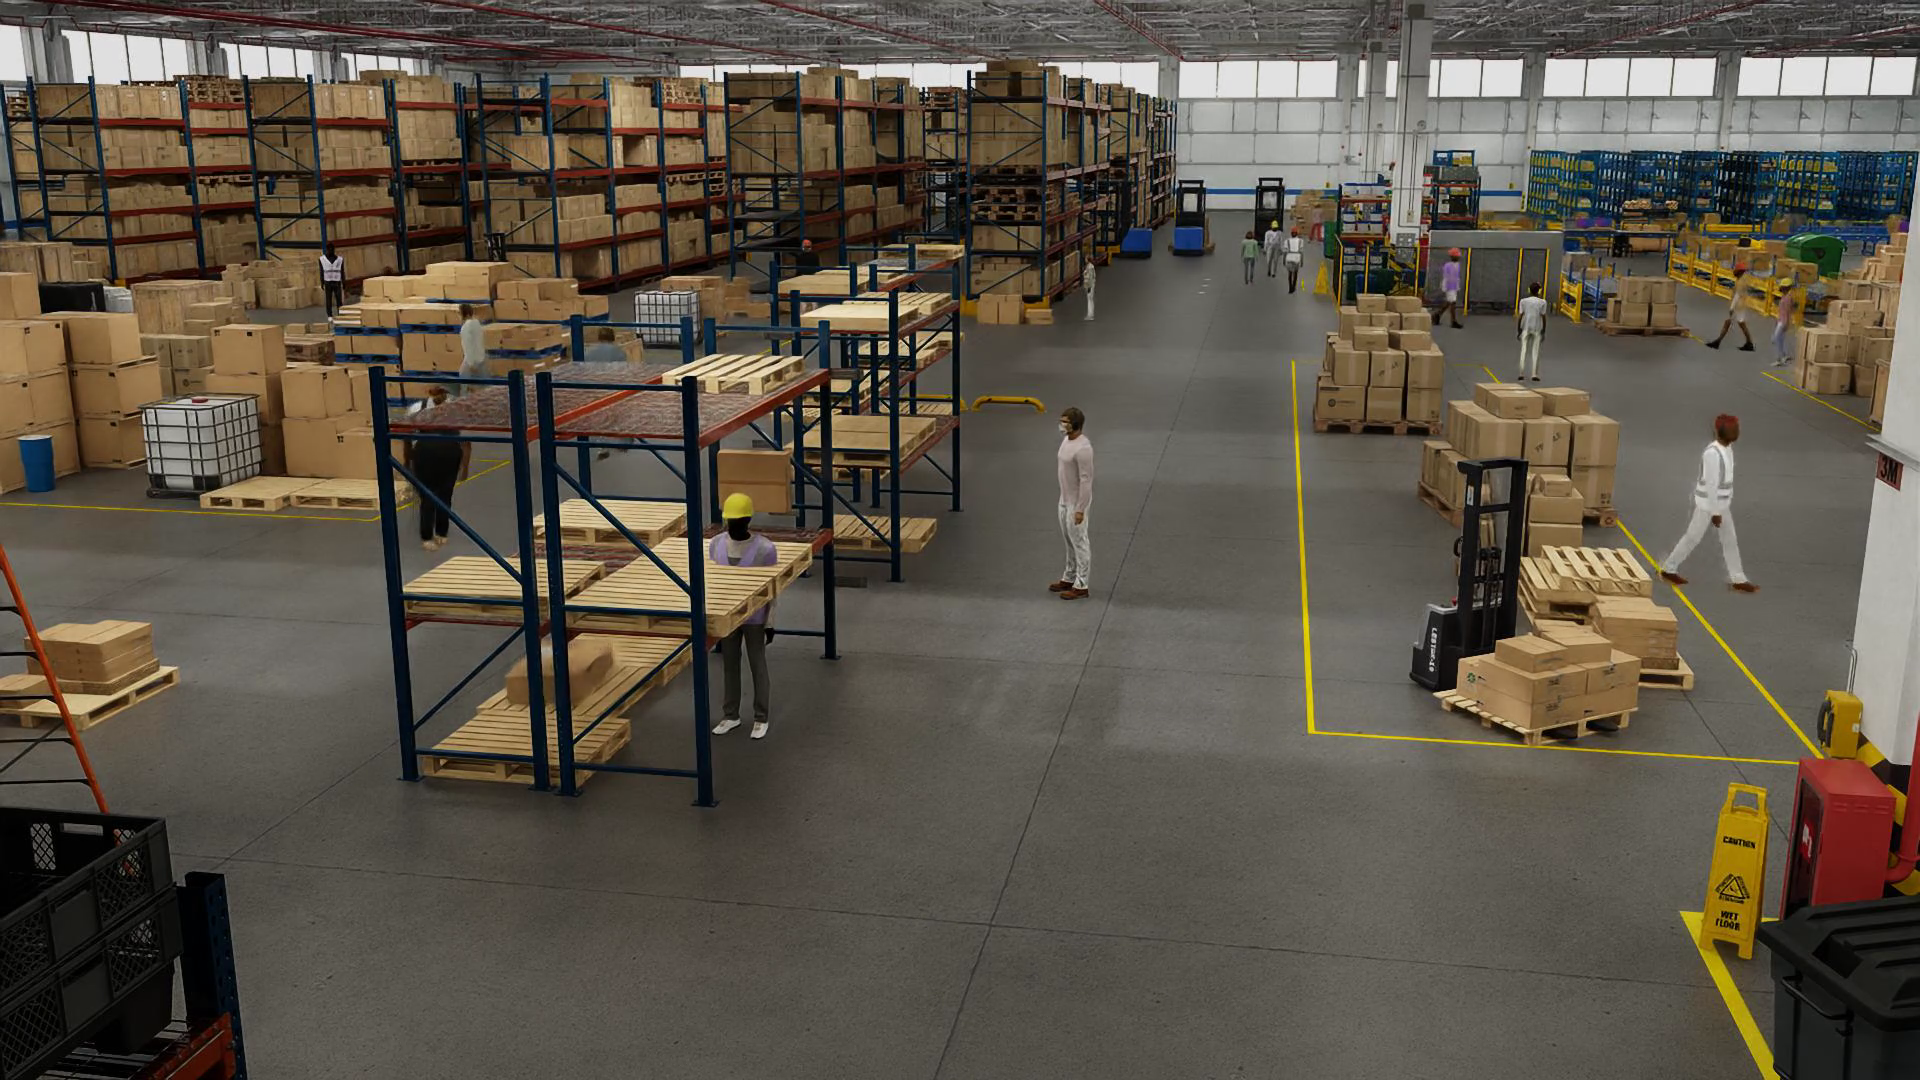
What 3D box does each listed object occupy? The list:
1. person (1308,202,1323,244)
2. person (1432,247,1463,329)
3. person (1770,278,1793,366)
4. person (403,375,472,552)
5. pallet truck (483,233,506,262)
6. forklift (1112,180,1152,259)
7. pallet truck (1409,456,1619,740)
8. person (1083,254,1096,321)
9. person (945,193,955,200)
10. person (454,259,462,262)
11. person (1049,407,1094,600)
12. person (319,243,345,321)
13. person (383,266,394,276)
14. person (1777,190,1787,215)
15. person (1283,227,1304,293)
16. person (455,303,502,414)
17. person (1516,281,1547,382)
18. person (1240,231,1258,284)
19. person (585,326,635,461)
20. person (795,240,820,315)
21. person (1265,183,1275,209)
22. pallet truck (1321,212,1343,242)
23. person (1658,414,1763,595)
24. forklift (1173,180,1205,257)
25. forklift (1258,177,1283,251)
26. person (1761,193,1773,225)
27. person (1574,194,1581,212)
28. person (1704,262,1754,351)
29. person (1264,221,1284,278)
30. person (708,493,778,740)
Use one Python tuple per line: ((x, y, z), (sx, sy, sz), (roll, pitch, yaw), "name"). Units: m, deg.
((14.748, -13.106, 68.817), (0.532, 1.708, 0.942), (-3, 14, -12), "person")
((11.670, -6.024, 39.670), (0.550, 1.913, 0.866), (-11, 18, -38), "person")
((16.340, -4.328, 33.096), (0.388, 1.748, 0.540), (4, 14, 16), "person")
((-5.798, -0.889, 18.543), (0.760, 2.000, 0.762), (-6, 15, -24), "person")
((-11.832, -7.026, 43.548), (1.885, 1.965, 0.823), (8, 16, 28), "pallet truck")
((6.082, -11.722, 60.796), (1.873, 2.768, 1.129), (2, 14, 9), "forklift")
((4.504, 0.400, 13.395), (0.823, 1.965, 1.885), (-6, 15, -23), "pallet truck")
((3.193, -6.237, 41.079), (0.310, 1.638, 0.522), (1, 14, 2), "person")
((-0.510, -18.384, 90.231), (0.557, 1.725, 0.825), (1, 14, 5), "person")
((-11.804, -5.759, 39.084), (0.844, 1.650, 0.550), (0, 14, 0), "person")
((1.135, -0.372, 16.654), (0.372, 1.940, 0.627), (-4, 14, -15), "person")
((-15.466, -6.358, 41.021), (0.587, 1.911, 0.397), (-8, 16, -29), "person")
((-13.098, -5.442, 37.892), (0.735, 1.612, 0.553), (-7, 16, -27), "person")
((39.499, -15.884, 79.907), (0.461, 1.800, 0.654), (0, 14, 1), "person")
((9.666, -8.132, 48.274), (0.562, 1.889, 0.986), (2, 14, 9), "person")
((-7.972, -2.923, 27.146), (1.062, 1.882, 0.629), (3, 14, 10), "person")
((10.680, -3.891, 31.085), (0.533, 1.869, 0.311), (6, 15, 23), "person")
((8.860, -8.666, 51.004), (0.523, 1.601, 0.768), (2, 14, 7), "person")
((-5.031, -2.147, 23.944), (0.646, 1.885, 1.035), (2, 14, 8), "person")
((-3.759, -6.400, 41.028), (0.623, 1.983, 0.398), (-4, 14, -17), "person")
((16.211, -17.752, 87.264), (0.611, 1.911, 0.786), (-13, 19, -43), "person")
((15.874, -13.227, 70.310), (0.680, 1.201, 1.601), (10, 17, 35), "pallet truck")
((7.646, -0.369, 16.873), (1.001, 1.832, 0.600), (13, 19, 42), "person")
((8.553, -11.996, 61.909), (1.129, 2.768, 1.873), (3, 14, 10), "forklift")
((12.083, -12.747, 64.956), (1.129, 2.768, 1.873), (3, 14, 10), "forklift")
((38.859, -15.970, 80.258), (0.832, 1.806, 0.583), (3, 14, 12), "person")
((29.608, -15.947, 79.785), (0.505, 1.978, 0.611), (-2, 14, -7), "person")
((16.559, -4.988, 35.509), (0.980, 1.884, 0.561), (6, 15, 24), "person")
((9.997, -9.239, 52.905), (0.618, 1.805, 0.682), (2, 14, 7), "person")
((-1.681, 0.579, 12.809), (0.588, 1.930, 0.364), (5, 15, 18), "person")
